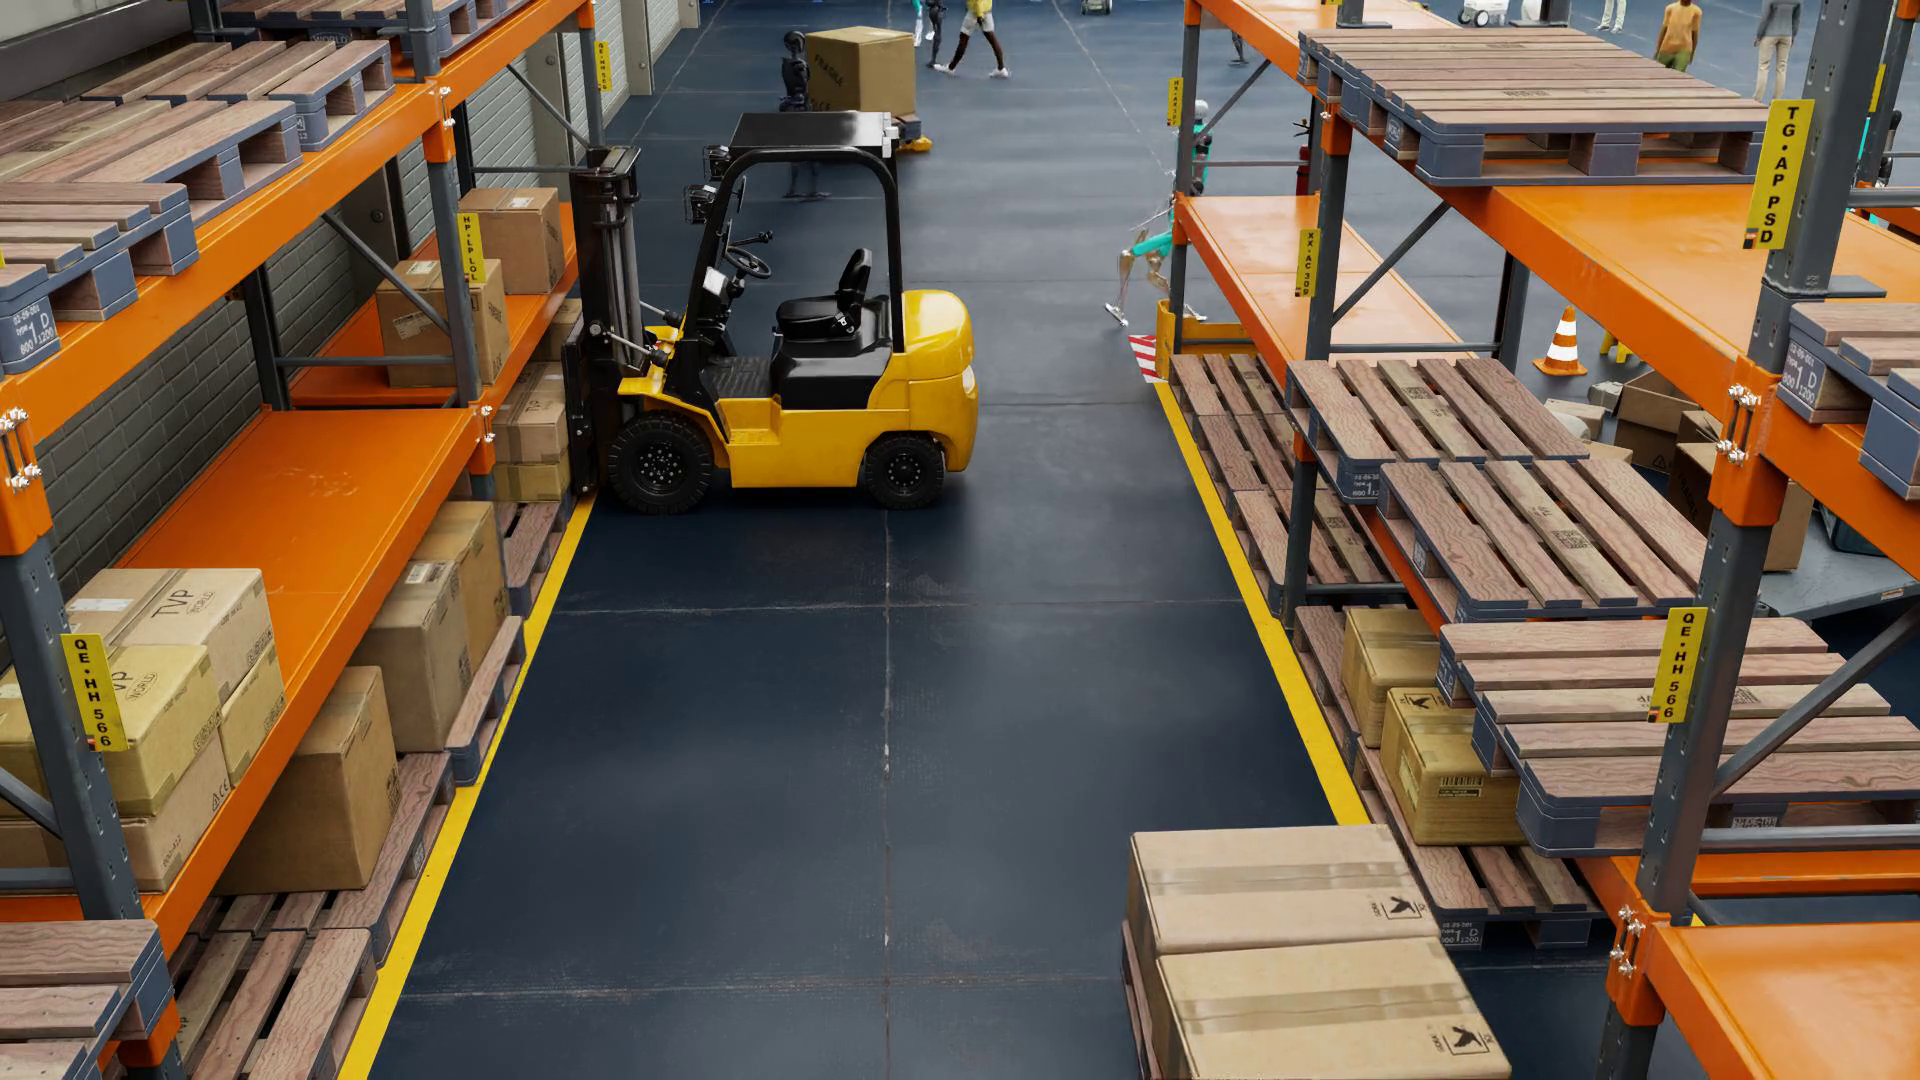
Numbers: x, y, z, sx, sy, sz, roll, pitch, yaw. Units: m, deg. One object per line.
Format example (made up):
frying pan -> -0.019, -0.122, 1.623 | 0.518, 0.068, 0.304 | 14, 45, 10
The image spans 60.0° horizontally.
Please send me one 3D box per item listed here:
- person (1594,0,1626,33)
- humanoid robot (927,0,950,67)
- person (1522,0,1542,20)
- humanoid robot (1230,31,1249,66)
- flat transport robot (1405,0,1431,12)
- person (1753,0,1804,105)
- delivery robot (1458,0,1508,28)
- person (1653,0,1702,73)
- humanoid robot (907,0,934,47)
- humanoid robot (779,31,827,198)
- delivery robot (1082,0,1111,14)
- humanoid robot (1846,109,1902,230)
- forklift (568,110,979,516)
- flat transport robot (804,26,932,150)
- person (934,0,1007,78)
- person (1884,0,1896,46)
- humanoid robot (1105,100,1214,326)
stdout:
person -> 10.609, -9.093, 26.819 | 0.332, 1.749, 0.572 | -15, 29, -28
humanoid robot -> -0.310, -7.643, 23.838 | 0.326, 1.658, 0.593 | 0, 25, 0
person -> 6.909, -5.835, 19.839 | 0.556, 1.827, 0.466 | 1, 25, 3
humanoid robot -> 4.051, -7.707, 23.967 | 0.392, 1.639, 0.599 | 7, 26, 14
flat transport robot -> 7.377, -9.246, 28.883 | 0.659, 0.231, 1.431 | -21, 33, -37
person -> 10.313, -6.358, 21.027 | 0.532, 1.760, 0.346 | 0, 25, 0
delivery robot -> 8.734, -8.837, 27.687 | 0.769, 0.598, 0.521 | -10, 27, -20
person -> 8.681, -5.923, 20.163 | 0.459, 1.696, 0.644 | 15, 29, 29
humanoid robot -> -0.573, -8.519, 25.681 | 0.544, 1.777, 1.037 | 6, 26, 12
humanoid robot -> -1.610, -4.252, 16.657 | 0.348, 1.655, 0.589 | -12, 28, -23
delivery robot -> 2.409, -9.506, 29.085 | 0.516, 0.583, 0.754 | 3, 25, 7
humanoid robot -> 7.147, -2.687, 13.123 | 0.533, 1.673, 0.735 | -1, 25, -2
forklift -> -1.043, -1.379, 9.976 | 2.313, 2.155, 1.214 | -1, 25, -2
flat transport robot -> -1.100, -4.540, 18.917 | 1.431, 0.231, 0.659 | -10, 27, -20
person -> 0.186, -7.334, 22.991 | 1.064, 1.832, 0.590 | 7, 26, 15
person -> 14.419, -8.423, 25.283 | 0.545, 1.856, 0.903 | 5, 26, 10
humanoid robot -> 1.474, -2.505, 12.915 | 0.980, 1.772, 0.530 | -1, 25, -3
